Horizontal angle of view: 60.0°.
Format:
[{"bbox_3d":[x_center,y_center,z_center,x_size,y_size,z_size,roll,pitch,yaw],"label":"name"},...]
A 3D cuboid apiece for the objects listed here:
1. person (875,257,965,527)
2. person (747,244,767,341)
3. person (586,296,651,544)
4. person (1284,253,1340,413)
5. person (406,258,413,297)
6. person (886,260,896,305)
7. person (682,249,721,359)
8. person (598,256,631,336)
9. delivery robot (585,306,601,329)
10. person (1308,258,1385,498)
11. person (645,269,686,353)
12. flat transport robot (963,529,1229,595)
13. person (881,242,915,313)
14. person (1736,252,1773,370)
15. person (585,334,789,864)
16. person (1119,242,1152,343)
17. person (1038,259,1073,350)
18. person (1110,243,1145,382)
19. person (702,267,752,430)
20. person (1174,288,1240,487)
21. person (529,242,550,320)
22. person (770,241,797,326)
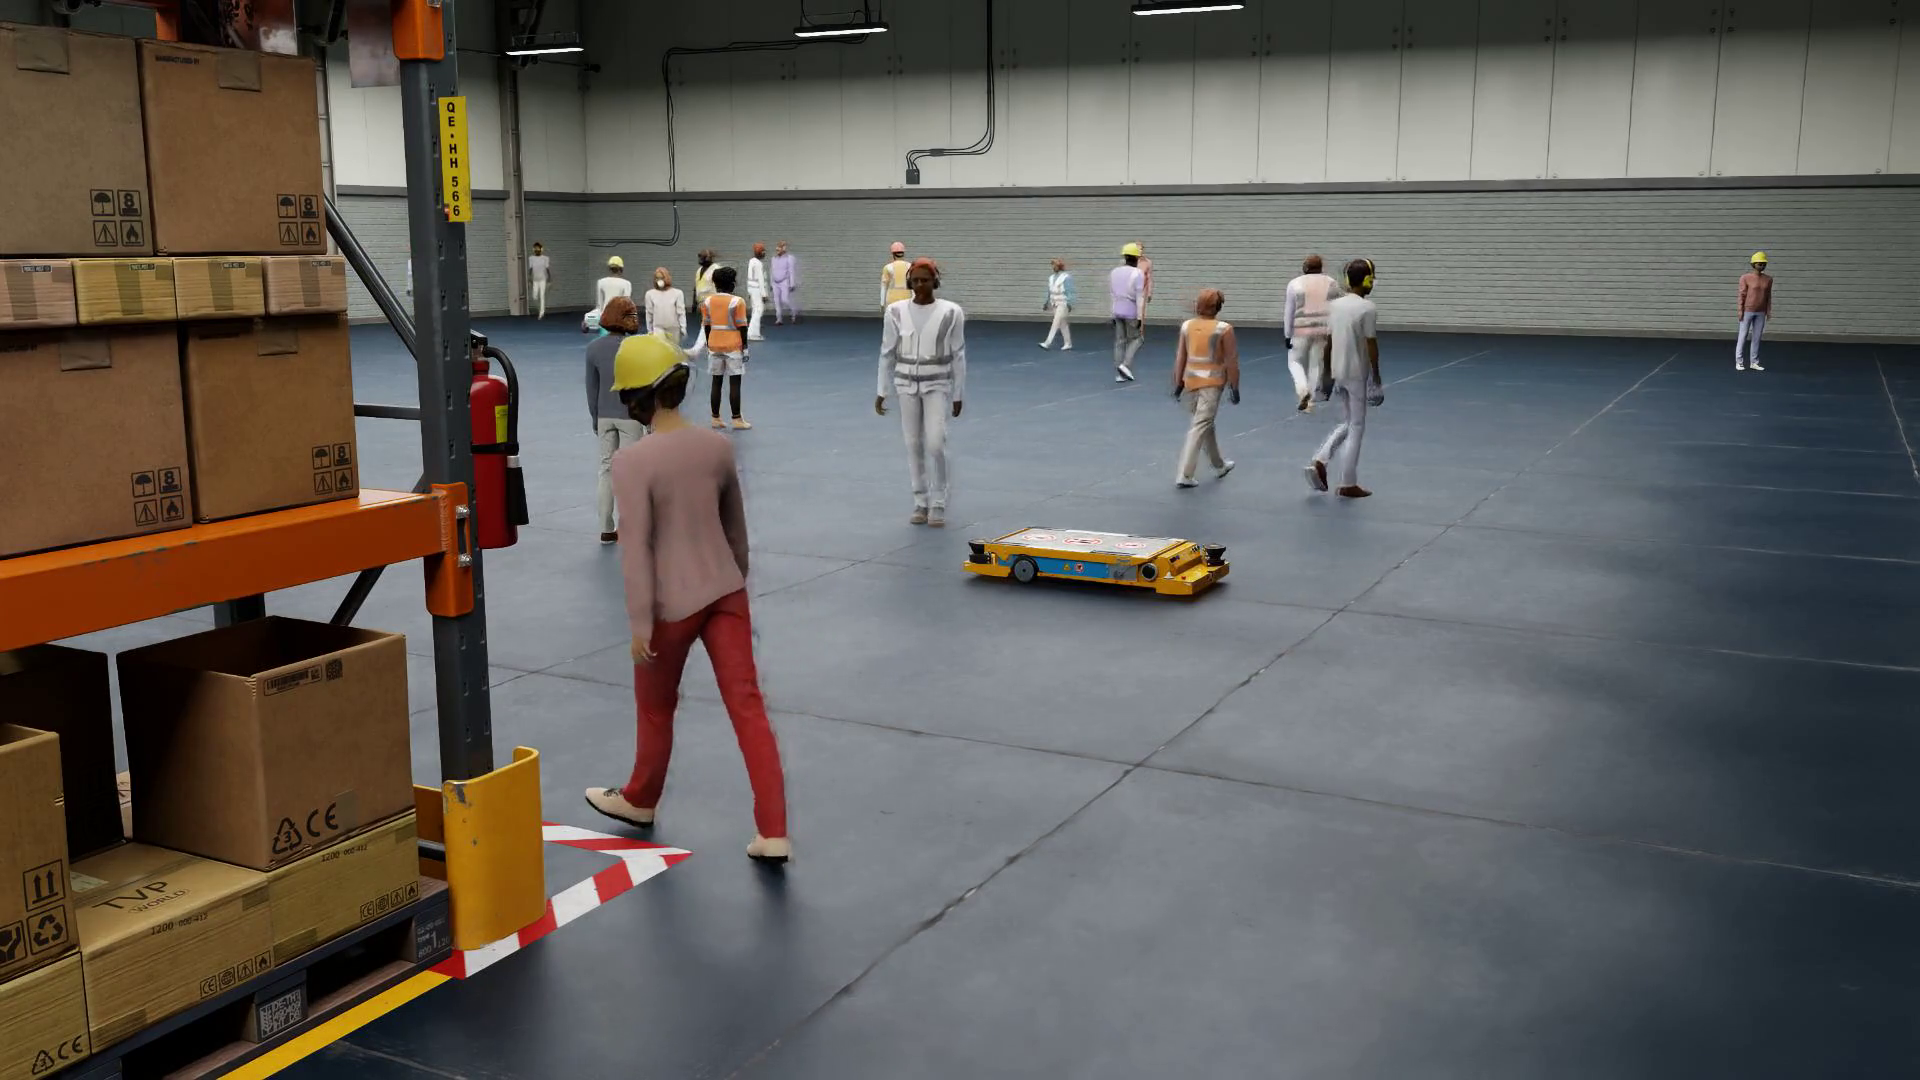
[{"bbox_3d":[-0.290,-1.017,11.566,0.587,1.868,0.584,3,11,14],"label":"person"},{"bbox_3d":[-3.921,-4.733,31.863,0.511,1.865,0.690,-5,11,-24],"label":"person"},{"bbox_3d":[-2.208,-0.774,10.877,0.507,1.632,0.264,5,12,27],"label":"person"},{"bbox_3d":[3.988,-2.340,18.888,0.637,1.825,0.518,-1,10,-4],"label":"person"},{"bbox_3d":[-11.074,-5.178,34.113,0.546,1.916,0.584,3,11,16],"label":"person"},{"bbox_3d":[-1.196,-4.405,30.799,0.509,1.588,0.854,-1,10,-4],"label":"person"},{"bbox_3d":[-4.188,-3.875,27.357,0.980,1.786,0.661,-8,13,-39],"label":"person"},{"bbox_3d":[-5.010,-3.239,24.075,0.535,1.726,0.902,2,11,9],"label":"person"},{"bbox_3d":[-7.514,-4.620,34.535,0.477,0.478,0.707,2,11,10],"label":"delivery robot"},{"bbox_3d":[2.997,-1.227,12.768,0.447,1.848,0.506,-5,11,-25],"label":"person"},{"bbox_3d":[-3.747,-2.647,21.206,0.507,1.584,0.858,-2,11,-10],"label":"person"},{"bbox_3d":[0.801,0.105,9.798,1.431,0.197,0.652,5,12,27],"label":"flat transport robot"},{"bbox_3d":[-1.018,-3.934,27.377,0.566,1.899,0.819,-3,11,-14],"label":"person"},{"bbox_3d":[11.934,-3.429,24.984,0.530,1.772,0.303,-1,10,-7],"label":"person"},{"bbox_3d":[-0.876,0.190,5.408,0.919,1.700,0.629,9,14,40],"label":"person"},{"bbox_3d":[3.291,-4.639,31.238,0.650,1.904,0.398,-1,10,-5],"label":"person"},{"bbox_3d":[1.677,-4.121,29.222,0.860,1.587,0.545,-7,12,-33],"label":"person"},{"bbox_3d":[2.322,-3.122,22.930,0.599,1.911,0.431,9,14,41],"label":"person"},{"bbox_3d":[-2.425,-1.988,17.323,0.540,1.695,0.317,5,12,27],"label":"person"},{"bbox_3d":[2.031,-1.241,13.510,0.538,1.588,0.876,10,15,44],"label":"person"},{"bbox_3d":[-10.063,-6.205,39.884,0.514,1.859,0.505,1,10,3],"label":"person"},{"bbox_3d":[-3.972,-5.758,37.366,0.649,1.893,0.517,7,13,35],"label":"person"}]
